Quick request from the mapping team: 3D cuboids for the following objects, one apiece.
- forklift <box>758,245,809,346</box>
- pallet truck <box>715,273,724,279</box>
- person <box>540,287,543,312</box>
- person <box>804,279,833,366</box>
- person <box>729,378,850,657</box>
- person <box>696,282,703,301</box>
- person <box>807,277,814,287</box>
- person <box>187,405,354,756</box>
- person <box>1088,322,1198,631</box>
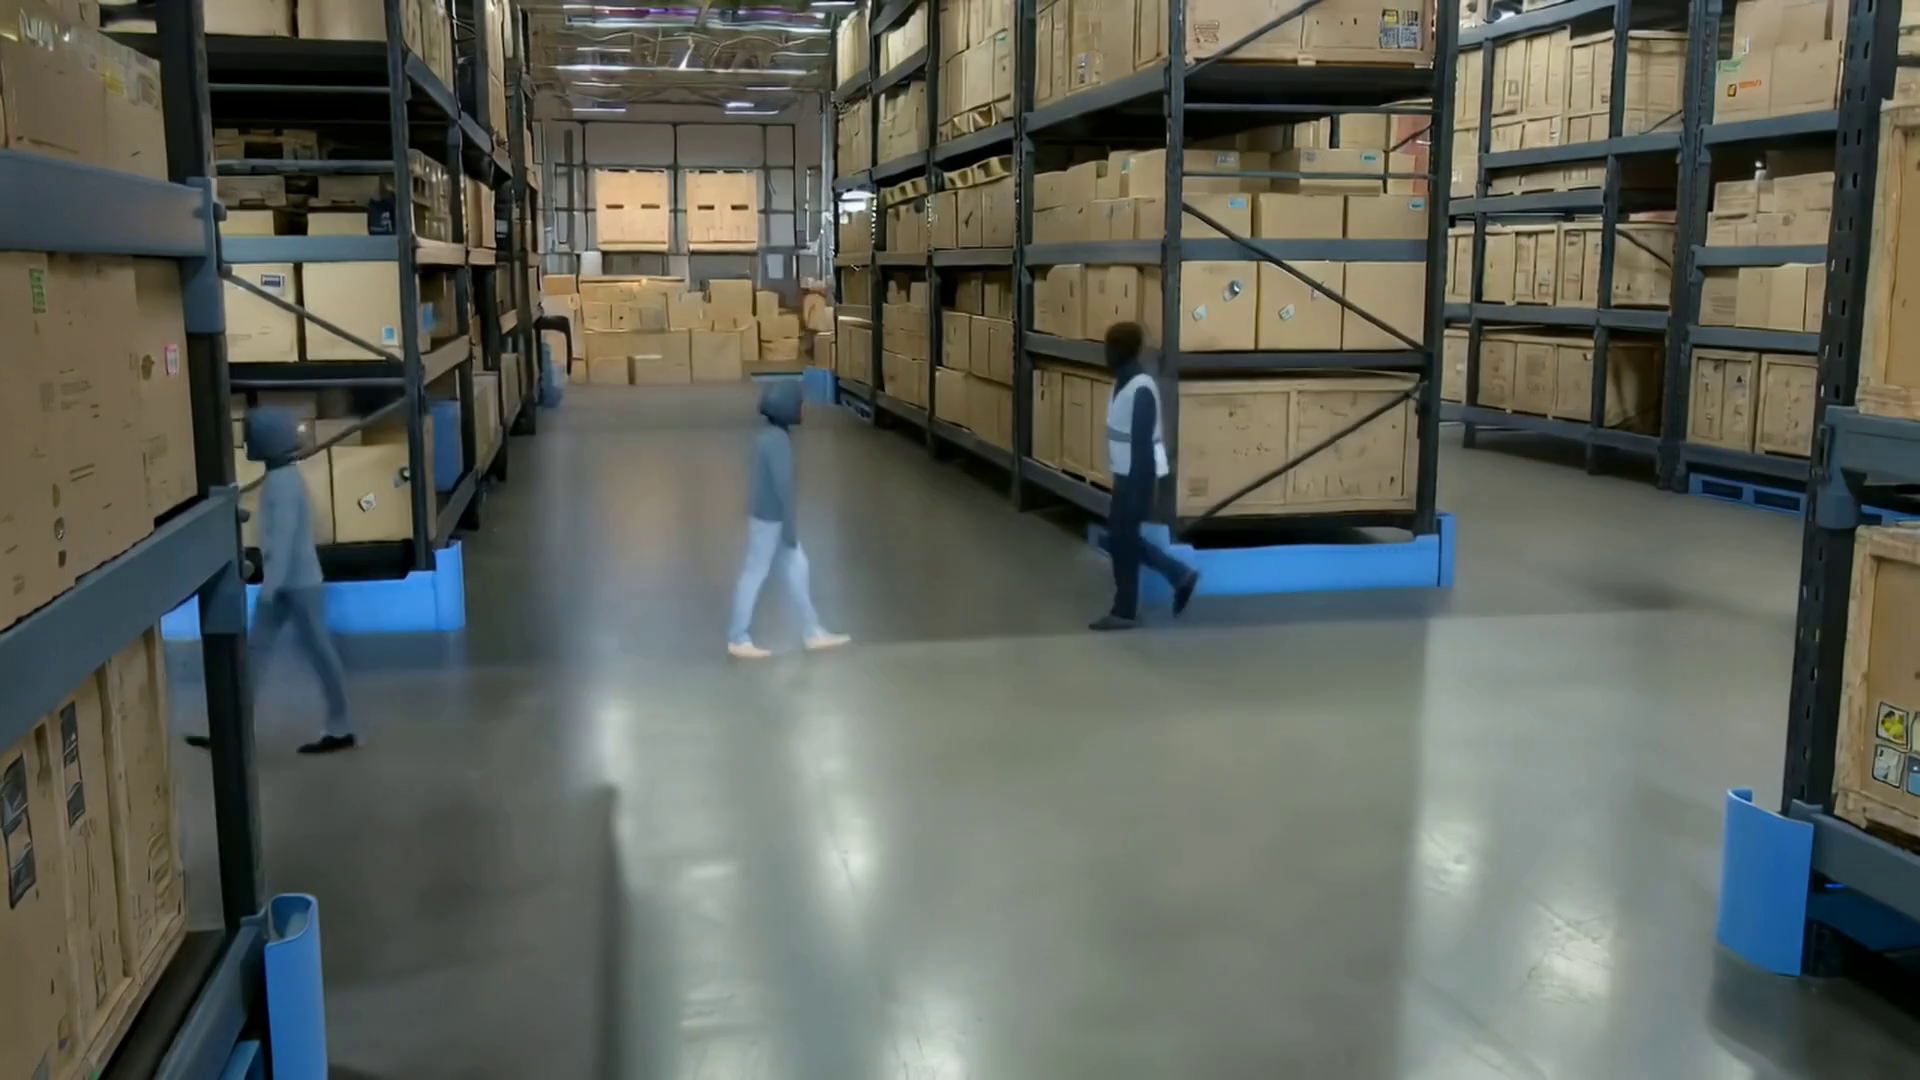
[{"bbox_3d":[-5.014,-6.667,45.464,1.129,2.768,1.873,4,10,21],"label":"forklift"},{"bbox_3d":[-8.580,-8.986,62.280,1.885,1.965,0.823,1,9,5],"label":"pallet truck"},{"bbox_3d":[-13.405,-7.344,52.447,0.627,1.941,0.371,3,10,19],"label":"person"},{"bbox_3d":[-2.807,-4.294,33.757,0.797,1.964,0.641,6,11,33],"label":"person"},{"bbox_3d":[-0.972,-0.114,9.410,0.787,1.593,0.530,0,9,-1],"label":"person"},{"bbox_3d":[-10.597,-9.671,67.556,0.314,1.636,0.515,-1,9,-8],"label":"person"},{"bbox_3d":[-5.280,-8.511,59.787,1.077,1.883,0.617,-5,11,-30],"label":"person"},{"bbox_3d":[-3.123,0.207,7.418,0.775,1.597,0.527,-5,10,-27],"label":"person"},{"bbox_3d":[1.129,-0.384,10.194,0.645,1.899,0.612,-1,9,-8],"label":"person"}]
